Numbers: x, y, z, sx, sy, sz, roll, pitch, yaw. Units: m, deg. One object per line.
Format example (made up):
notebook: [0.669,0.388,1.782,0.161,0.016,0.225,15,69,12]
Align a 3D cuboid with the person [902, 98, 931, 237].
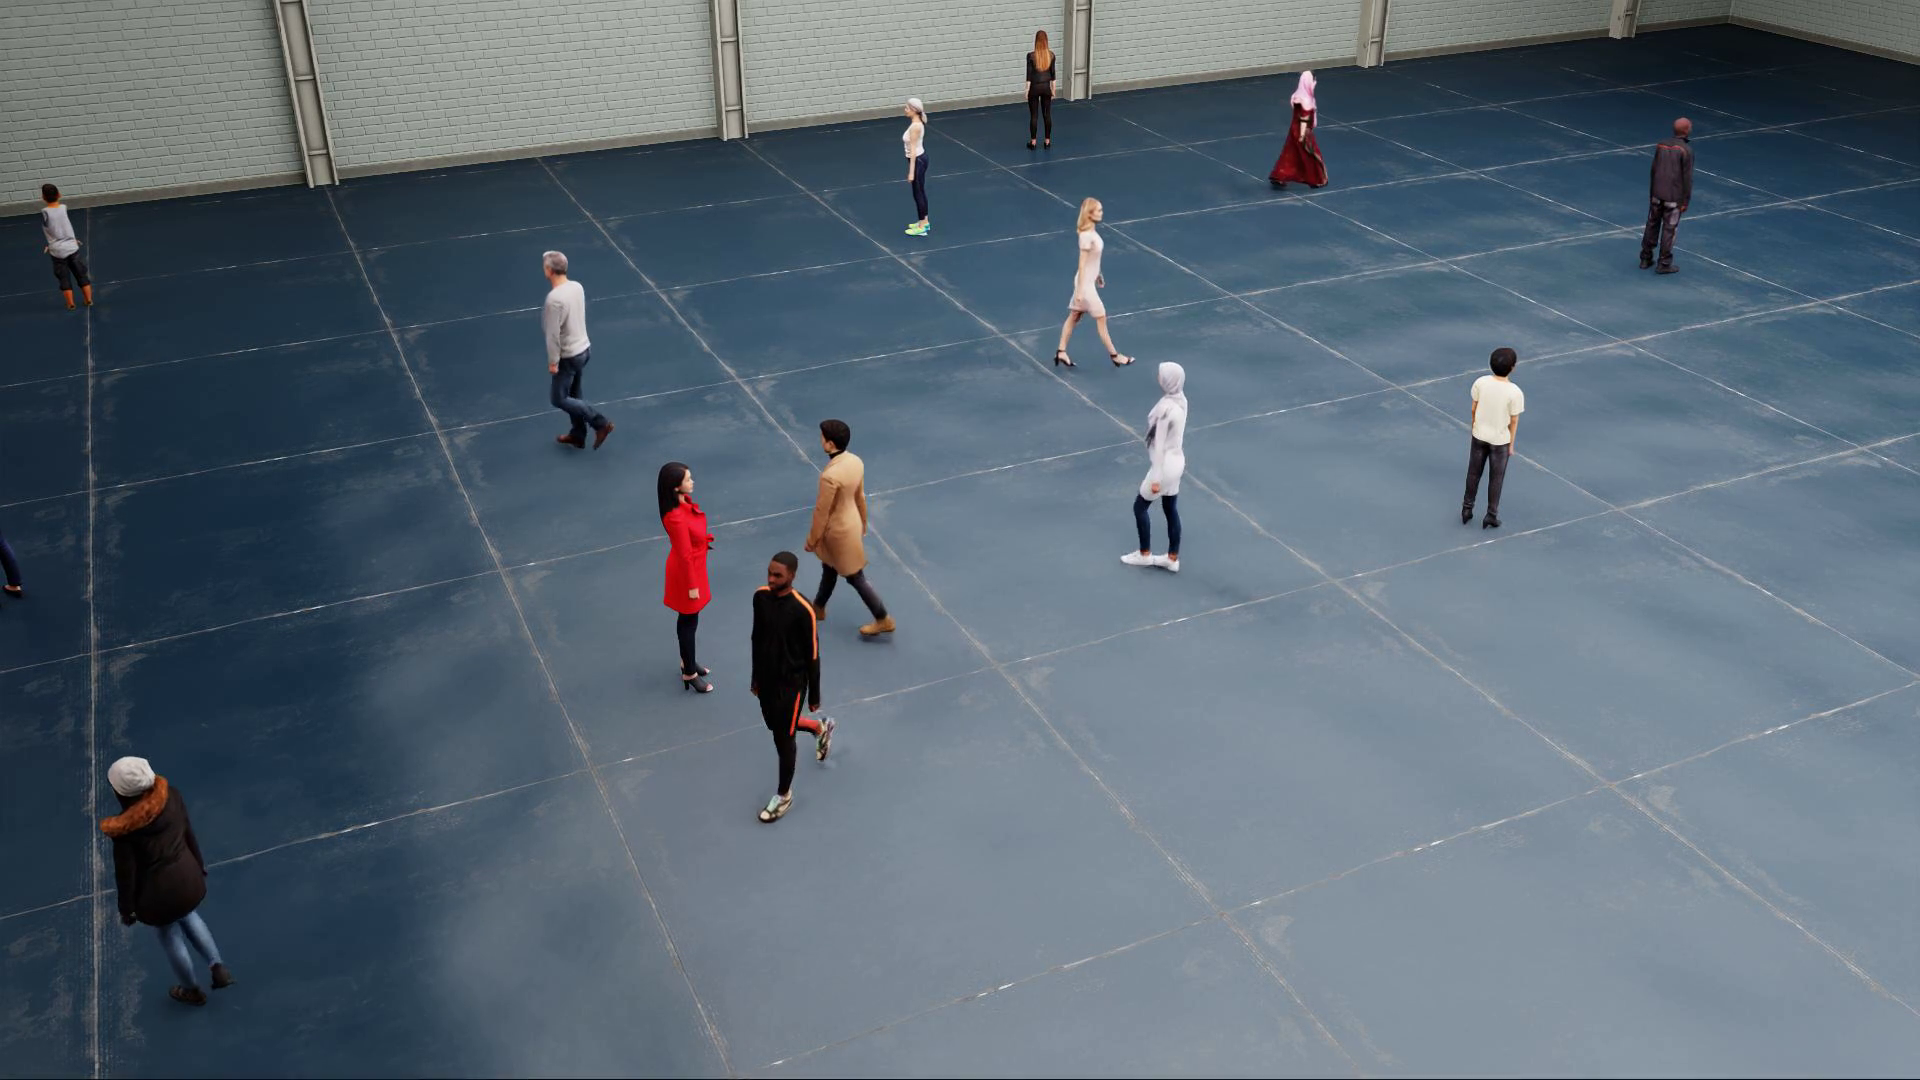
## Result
person: [-0.524,-4.699,20.921,0.679,1.701,0.666,1,28,2]

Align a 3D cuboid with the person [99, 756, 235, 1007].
person: [-4.130,1.823,8.750,0.842,1.631,0.776,12,30,22]

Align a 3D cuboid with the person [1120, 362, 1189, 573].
person: [1.682,-0.533,13.029,0.874,1.767,0.804,15,32,26]

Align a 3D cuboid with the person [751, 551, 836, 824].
person: [-1.050,0.843,10.421,0.958,1.789,1.165,18,33,30]

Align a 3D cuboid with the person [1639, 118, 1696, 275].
person: [8.354,-4.074,19.618,0.654,1.825,0.729,-18,33,-30]

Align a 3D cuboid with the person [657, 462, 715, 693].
person: [-1.907,0.251,11.577,0.682,1.748,0.674,-5,28,-9]

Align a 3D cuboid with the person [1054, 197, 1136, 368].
person: [1.181,-2.557,16.808,1.135,1.788,0.983,5,28,9]

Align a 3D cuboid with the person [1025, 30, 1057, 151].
person: [1.182,-6.648,24.570,0.542,1.712,0.722,-5,29,-10]

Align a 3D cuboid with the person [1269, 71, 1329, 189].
person: [4.570,-5.549,22.626,1.147,1.599,0.882,-1,28,-2]

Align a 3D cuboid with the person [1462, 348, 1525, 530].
person: [4.415,-0.844,13.804,0.654,1.588,0.623,21,35,34]

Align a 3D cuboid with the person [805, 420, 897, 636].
person: [-0.791,-0.041,12.191,1.174,1.687,1.104,10,30,18]

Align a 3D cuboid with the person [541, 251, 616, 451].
person: [-3.463,-1.662,15.016,1.086,1.891,1.012,7,29,13]

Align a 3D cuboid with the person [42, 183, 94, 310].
person: [-10.031,-3.321,18.599,0.525,1.452,0.667,-23,36,-36]
